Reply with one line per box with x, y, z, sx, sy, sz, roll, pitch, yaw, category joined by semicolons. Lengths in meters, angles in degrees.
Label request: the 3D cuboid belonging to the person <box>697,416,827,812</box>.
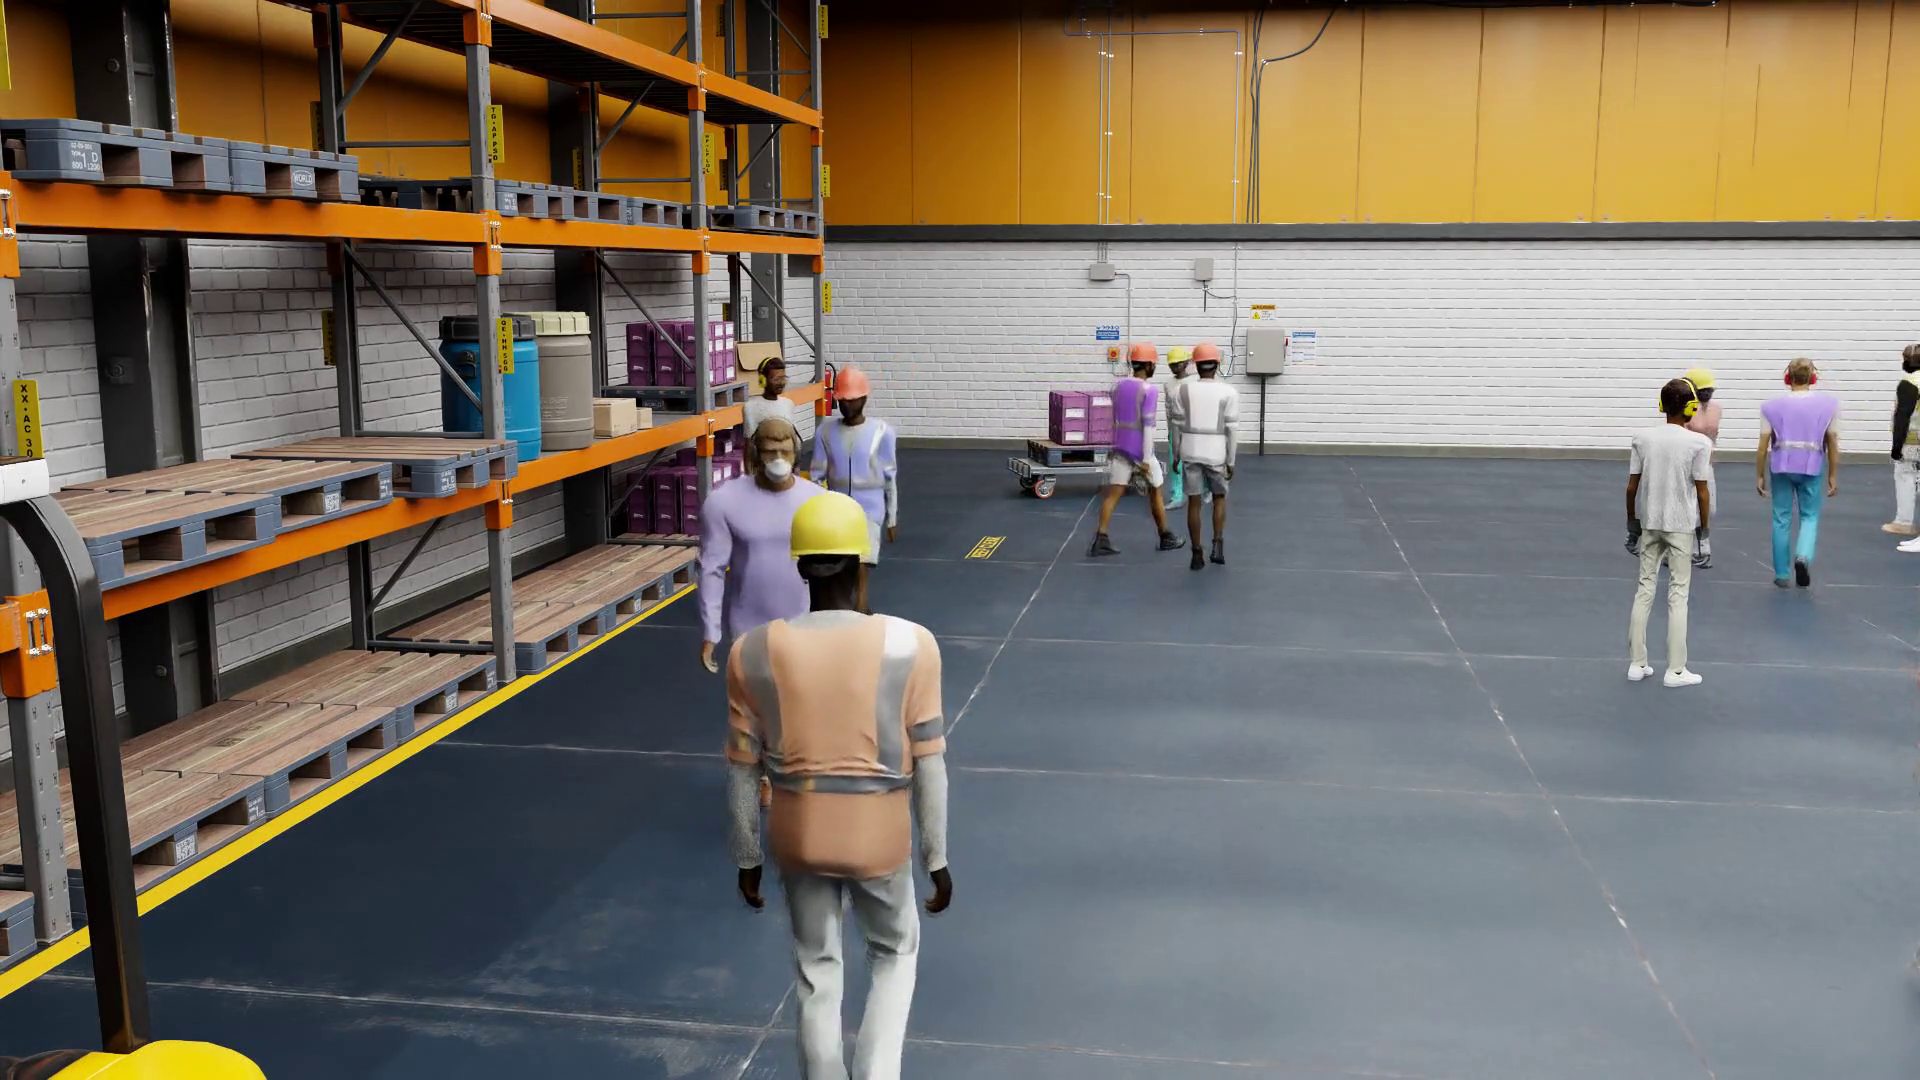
-0.834;0.382;7.402;0.640;1.891;1.035;-1;9;-6;person

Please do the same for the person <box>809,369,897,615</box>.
-0.698;-0.173;10.812;0.565;1.887;1.011;2;9;11;person

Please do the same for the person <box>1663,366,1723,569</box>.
6.072;-0.585;13.810;0.541;1.725;0.522;-3;10;-20;person

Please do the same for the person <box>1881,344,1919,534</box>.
9.096;-0.944;15.751;0.640;1.822;0.527;-6;11;-32;person

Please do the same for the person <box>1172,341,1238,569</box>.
2.055;-0.716;14.017;0.552;1.917;0.470;2;9;12;person

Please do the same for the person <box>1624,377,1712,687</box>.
4.294;-0.047;10.081;0.310;1.863;0.532;-8;12;-41;person

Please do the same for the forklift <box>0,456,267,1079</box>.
-2.328;0.975;2.765;2.313;2.155;1.214;1;9;9;forklift

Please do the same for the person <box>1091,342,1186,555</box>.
1.573;-0.806;14.704;0.996;1.890;0.546;-7;12;-38;person

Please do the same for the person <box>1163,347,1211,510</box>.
2.446;-1.199;17.662;0.597;1.714;0.897;8;12;40;person

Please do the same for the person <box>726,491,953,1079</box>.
-0.326;0.817;4.587;0.624;1.912;0.406;1;9;4;person

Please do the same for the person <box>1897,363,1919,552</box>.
8.623;-0.818;14.822;0.325;1.871;0.524;7;11;35;person

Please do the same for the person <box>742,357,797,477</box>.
-1.434;-0.460;12.656;0.321;1.860;0.527;9;13;42;person

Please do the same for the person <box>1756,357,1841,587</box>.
6.565;-0.514;13.051;0.595;1.833;0.475;4;10;22;person
